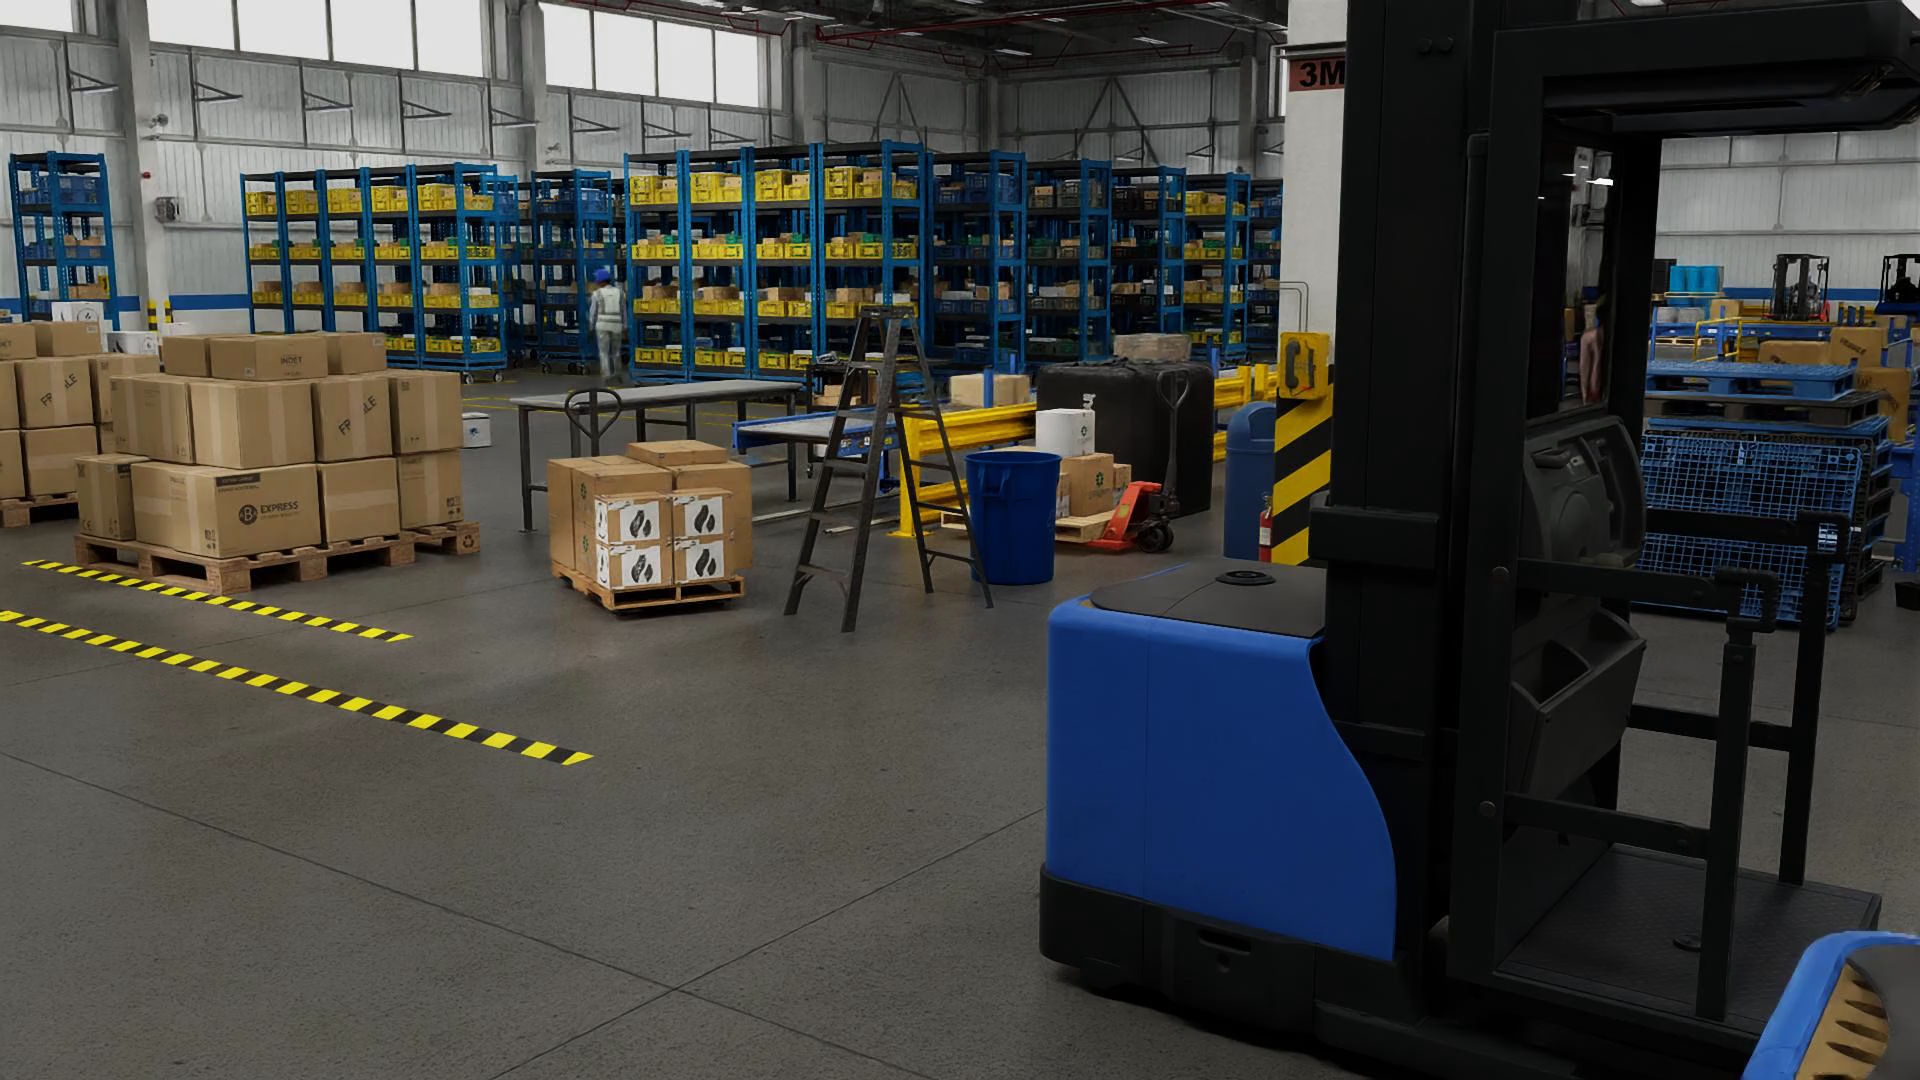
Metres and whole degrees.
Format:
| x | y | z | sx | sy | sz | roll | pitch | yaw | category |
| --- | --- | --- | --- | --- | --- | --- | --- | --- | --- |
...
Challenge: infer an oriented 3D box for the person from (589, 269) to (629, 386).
| x | y | z | sx | sy | sz | roll | pitch | yaw | category |
| --- | --- | --- | --- | --- | --- | --- | --- | --- | --- |
| -5.760 | -3.454 | 27.080 | 0.657 | 1.880 | 0.765 | -7 | 12 | -34 | person |

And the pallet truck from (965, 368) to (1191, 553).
| x | y | z | sx | sy | sz | roll | pitch | yaw | category |
| --- | --- | --- | --- | --- | --- | --- | --- | --- | --- |
| 0.845 | -0.609 | 11.869 | 1.630 | 1.274 | 0.653 | 7 | 12 | 35 | pallet truck |

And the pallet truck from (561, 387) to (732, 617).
| x | y | z | sx | sy | sz | roll | pitch | yaw | category |
| --- | --- | --- | --- | --- | --- | --- | --- | --- | --- |
| -1.981 | -0.274 | 10.088 | 0.680 | 1.201 | 1.601 | -5 | 11 | -28 | pallet truck |

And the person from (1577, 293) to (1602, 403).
| x | y | z | sx | sy | sz | roll | pitch | yaw | category |
| --- | --- | --- | --- | --- | --- | --- | --- | --- | --- |
| 6.440 | -1.625 | 16.636 | 0.518 | 1.733 | 0.864 | 5 | 11 | 25 | person |

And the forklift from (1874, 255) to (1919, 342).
| x | y | z | sx | sy | sz | roll | pitch | yaw | category |
| --- | --- | --- | --- | --- | --- | --- | --- | --- | --- |
| 22.089 | -5.634 | 38.796 | 1.157 | 1.987 | 2.680 | 6 | 11 | 33 | forklift |

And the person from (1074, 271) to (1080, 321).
| x | y | z | sx | sy | sz | roll | pitch | yaw | category |
| --- | --- | --- | --- | --- | --- | --- | --- | --- | --- |
| 2.795 | -5.388 | 38.779 | 0.596 | 1.820 | 0.499 | 8 | 13 | 41 | person |

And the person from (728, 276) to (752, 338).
| x | y | z | sx | sy | sz | roll | pitch | yaw | category |
| --- | --- | --- | --- | --- | --- | --- | --- | --- | --- |
| -4.104 | -4.023 | 30.693 | 0.599 | 1.811 | 0.746 | 5 | 11 | 27 | person |

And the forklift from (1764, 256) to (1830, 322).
| x | y | z | sx | sy | sz | roll | pitch | yaw | category |
| --- | --- | --- | --- | --- | --- | --- | --- | --- | --- |
| 20.253 | -5.854 | 40.139 | 1.157 | 1.987 | 2.680 | 7 | 12 | 35 | forklift |

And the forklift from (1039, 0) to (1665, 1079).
| x | y | z | sx | sy | sz | roll | pitch | yaw | category |
| --- | --- | --- | --- | --- | --- | --- | --- | --- | --- |
| 1.249 | -0.137 | 4.360 | 1.873 | 2.768 | 1.129 | 7 | 12 | 35 | forklift |
